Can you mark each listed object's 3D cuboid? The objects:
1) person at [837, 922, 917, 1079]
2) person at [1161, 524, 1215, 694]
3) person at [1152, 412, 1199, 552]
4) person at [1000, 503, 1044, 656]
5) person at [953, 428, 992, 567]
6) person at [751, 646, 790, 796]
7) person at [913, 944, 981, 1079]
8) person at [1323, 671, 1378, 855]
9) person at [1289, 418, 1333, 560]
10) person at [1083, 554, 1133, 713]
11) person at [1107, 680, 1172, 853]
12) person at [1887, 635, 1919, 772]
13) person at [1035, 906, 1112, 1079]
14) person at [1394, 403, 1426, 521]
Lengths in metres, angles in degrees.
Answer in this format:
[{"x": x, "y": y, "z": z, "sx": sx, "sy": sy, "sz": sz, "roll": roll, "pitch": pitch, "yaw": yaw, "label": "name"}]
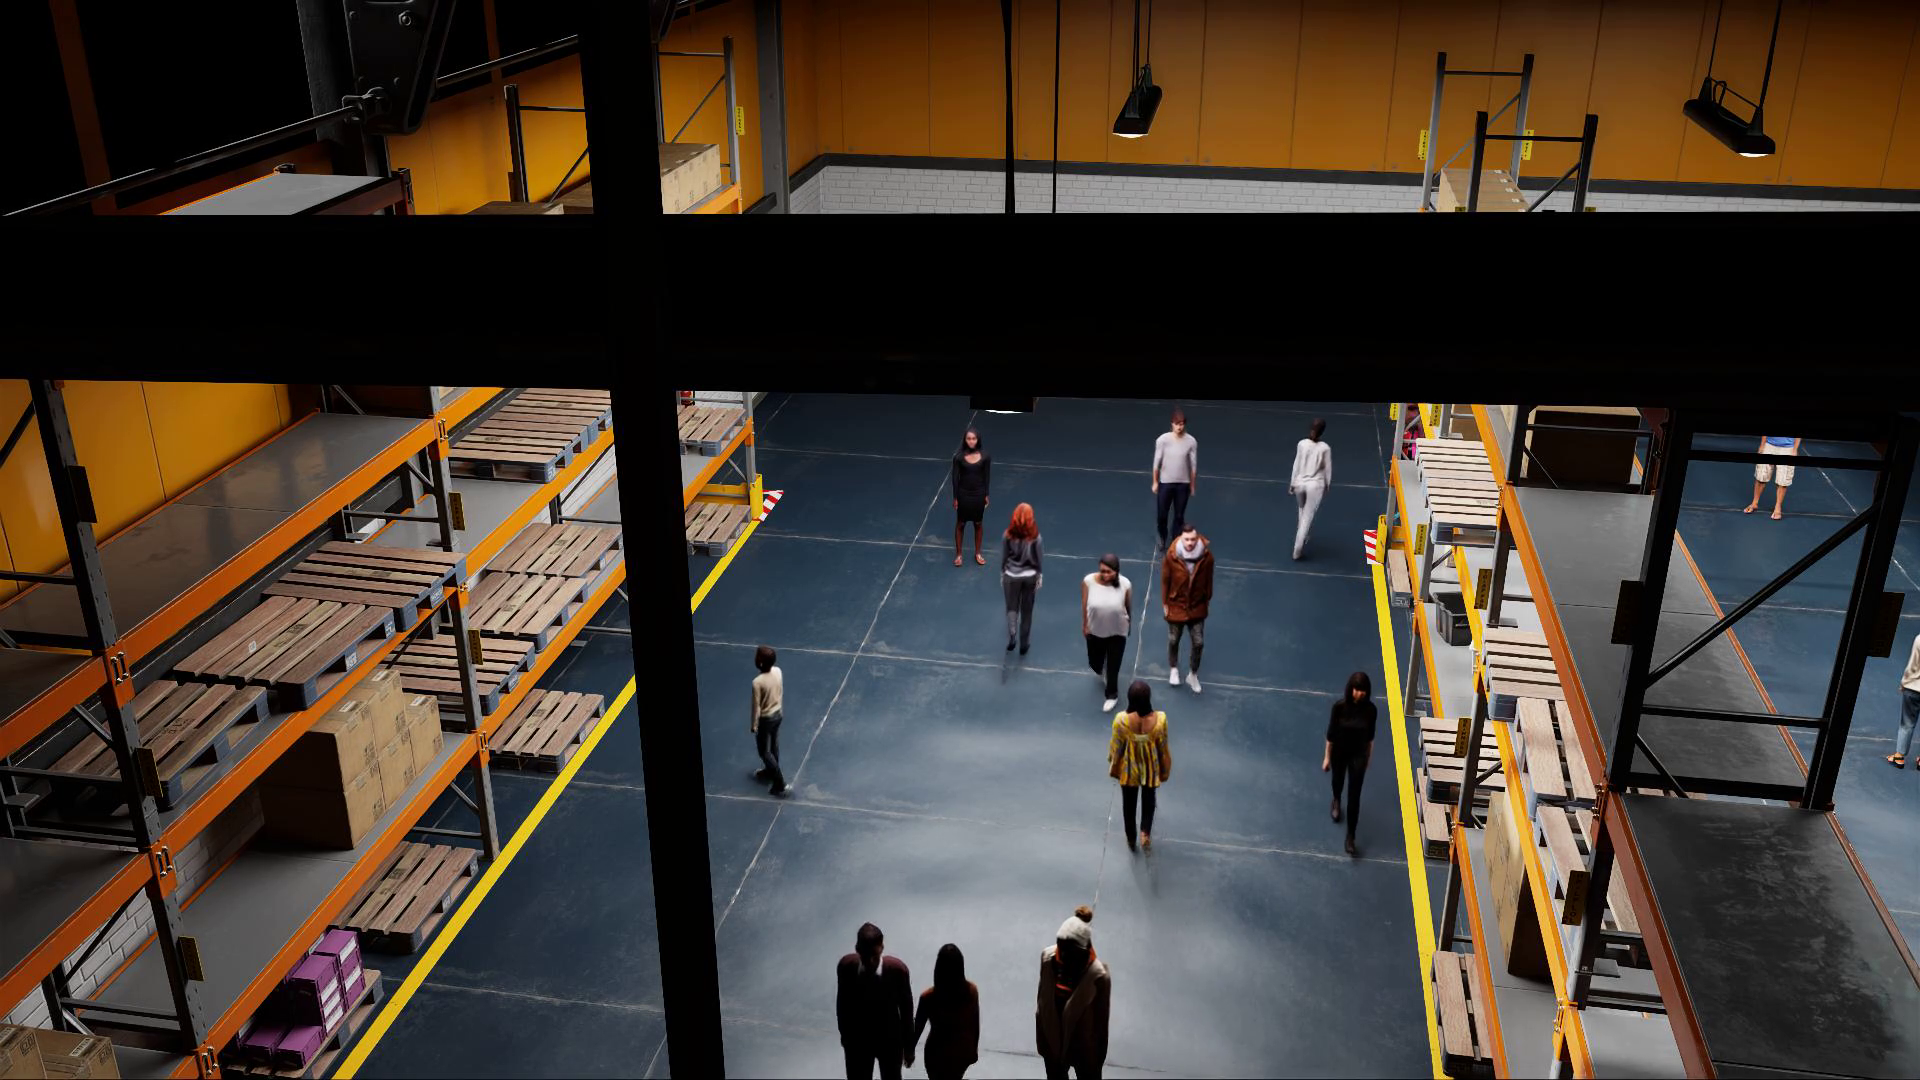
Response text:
[{"x": -0.549, "y": 3.290, "z": 11.138, "sx": 0.778, "sy": 1.820, "sz": 1.228, "roll": 1, "pitch": 24, "yaw": 3, "label": "person"}, {"x": 2.313, "y": 0.646, "z": 17.186, "sx": 0.783, "sy": 1.820, "sz": 0.815, "roll": -1, "pitch": 24, "yaw": -2, "label": "person"}, {"x": 2.606, "y": -0.720, "z": 20.292, "sx": 0.720, "sy": 1.836, "sz": 0.684, "roll": 1, "pitch": 24, "yaw": 2, "label": "person"}, {"x": 0.636, "y": 0.464, "z": 17.669, "sx": 0.614, "sy": 1.766, "sz": 0.684, "roll": 3, "pitch": 24, "yaw": 7, "label": "person"}, {"x": 0.136, "y": -0.525, "z": 19.989, "sx": 0.663, "sy": 1.720, "sz": 0.607, "roll": -3, "pitch": 24, "yaw": -6, "label": "person"}, {"x": -1.742, "y": 1.645, "z": 15.328, "sx": 0.771, "sy": 1.478, "sz": 0.772, "roll": 15, "pitch": 28, "yaw": 30, "label": "person"}, {"x": -0.033, "y": 3.457, "z": 10.948, "sx": 0.827, "sy": 1.665, "sz": 0.913, "roll": -13, "pitch": 27, "yaw": -27, "label": "person"}, {"x": 3.417, "y": 1.857, "z": 14.693, "sx": 0.585, "sy": 1.597, "sz": 1.064, "roll": 4, "pitch": 24, "yaw": 10, "label": "person"}, {"x": 4.187, "y": -0.589, "z": 20.103, "sx": 0.836, "sy": 1.746, "sz": 1.018, "roll": 14, "pitch": 27, "yaw": 30, "label": "person"}, {"x": 1.497, "y": 0.870, "z": 16.867, "sx": 0.695, "sy": 1.664, "sz": 0.933, "roll": 5, "pitch": 24, "yaw": 12, "label": "person"}, {"x": 1.548, "y": 1.997, "z": 14.311, "sx": 0.761, "sy": 1.647, "sz": 0.790, "roll": 0, "pitch": 24, "yaw": 0, "label": "person"}, {"x": 9.103, "y": 1.397, "z": 15.639, "sx": 0.625, "sy": 1.682, "sz": 0.552, "roll": 6, "pitch": 24, "yaw": 14, "label": "person"}, {"x": 0.776, "y": 3.251, "z": 11.139, "sx": 0.777, "sy": 1.890, "sz": 0.787, "roll": 13, "pitch": 27, "yaw": 27, "label": "person"}, {"x": 5.709, "y": -1.044, "z": 21.171, "sx": 0.723, "sy": 1.724, "sz": 0.651, "roll": -13, "pitch": 27, "yaw": -27, "label": "person"}]
